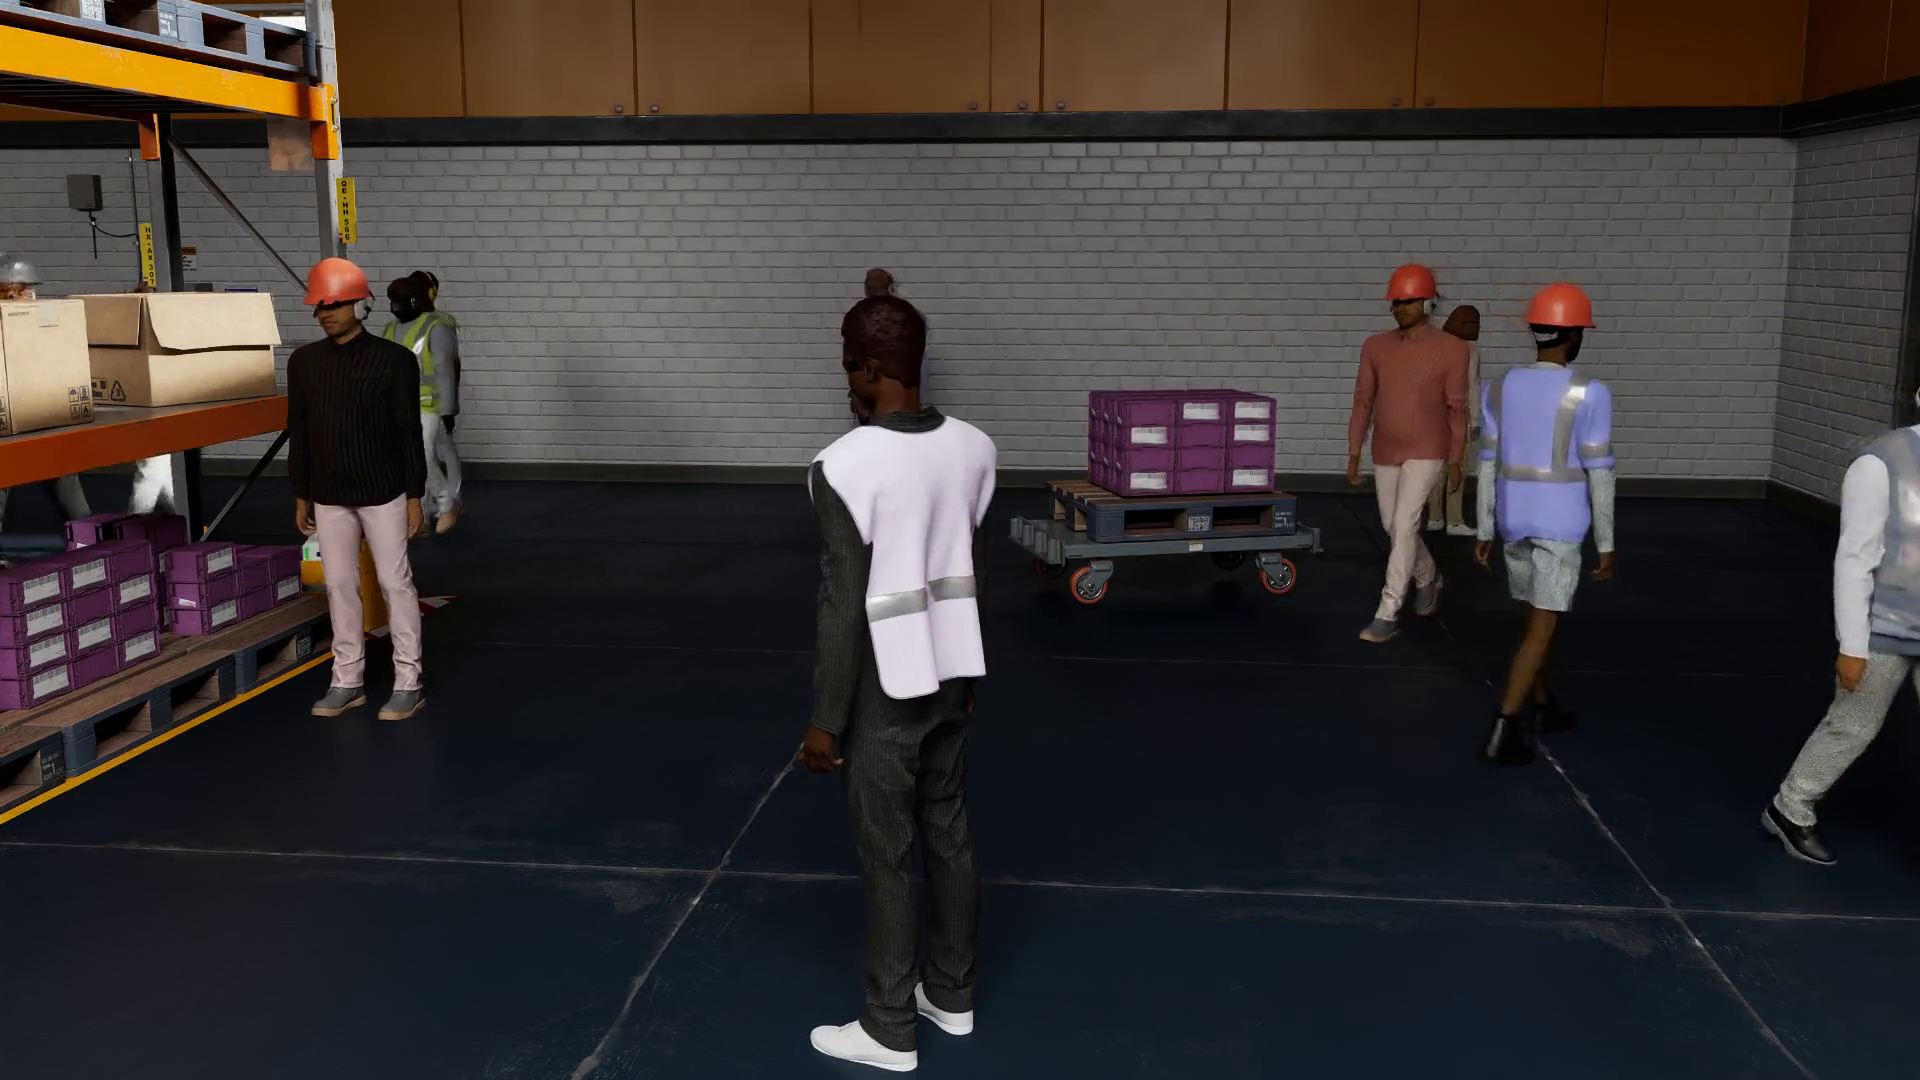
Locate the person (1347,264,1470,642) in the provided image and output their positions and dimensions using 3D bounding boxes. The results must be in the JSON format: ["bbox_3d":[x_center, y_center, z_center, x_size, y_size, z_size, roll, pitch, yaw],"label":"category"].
[{"bbox_3d":[2.398,-0.488,8.857,0.632,1.959,0.971,9,13,42],"label":"person"}]

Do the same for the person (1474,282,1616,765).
[{"bbox_3d":[2.327,-0.074,6.658,0.752,1.922,0.558,-7,12,-37],"label":"person"}]

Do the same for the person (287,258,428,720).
[{"bbox_3d":[-2.598,-0.205,7.151,0.620,1.987,0.400,1,10,8],"label":"person"}]

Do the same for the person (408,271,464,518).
[{"bbox_3d":[-3.999,-1.096,12.590,0.532,1.865,0.311,6,11,30],"label":"person"}]

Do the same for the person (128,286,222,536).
[{"bbox_3d":[-5.225,-0.770,10.930,0.651,1.809,0.841,5,11,25],"label":"person"}]

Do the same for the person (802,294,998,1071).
[{"bbox_3d":[-0.143,0.360,4.116,0.392,1.915,0.590,8,13,38],"label":"person"}]

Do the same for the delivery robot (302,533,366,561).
[{"bbox_3d":[-3.548,0.047,9.527,0.477,0.478,0.707,-3,10,-14],"label":"delivery robot"}]

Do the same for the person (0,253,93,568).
[{"bbox_3d":[-5.747,-0.786,10.310,0.694,2.000,1.006,4,11,22],"label":"person"}]

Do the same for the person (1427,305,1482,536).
[{"bbox_3d":[3.544,-0.850,11.845,0.277,1.631,0.507,-3,10,-16],"label":"person"}]

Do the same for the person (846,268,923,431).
[{"bbox_3d":[-0.579,-1.085,12.466,0.661,1.884,0.587,3,10,16],"label":"person"}]

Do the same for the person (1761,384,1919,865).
[{"bbox_3d":[2.941,0.250,5.155,0.635,1.781,0.941,-1,10,-7],"label":"person"}]

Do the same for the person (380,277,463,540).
[{"bbox_3d":[-3.792,-0.904,11.592,0.652,1.831,0.438,6,12,30],"label":"person"}]
